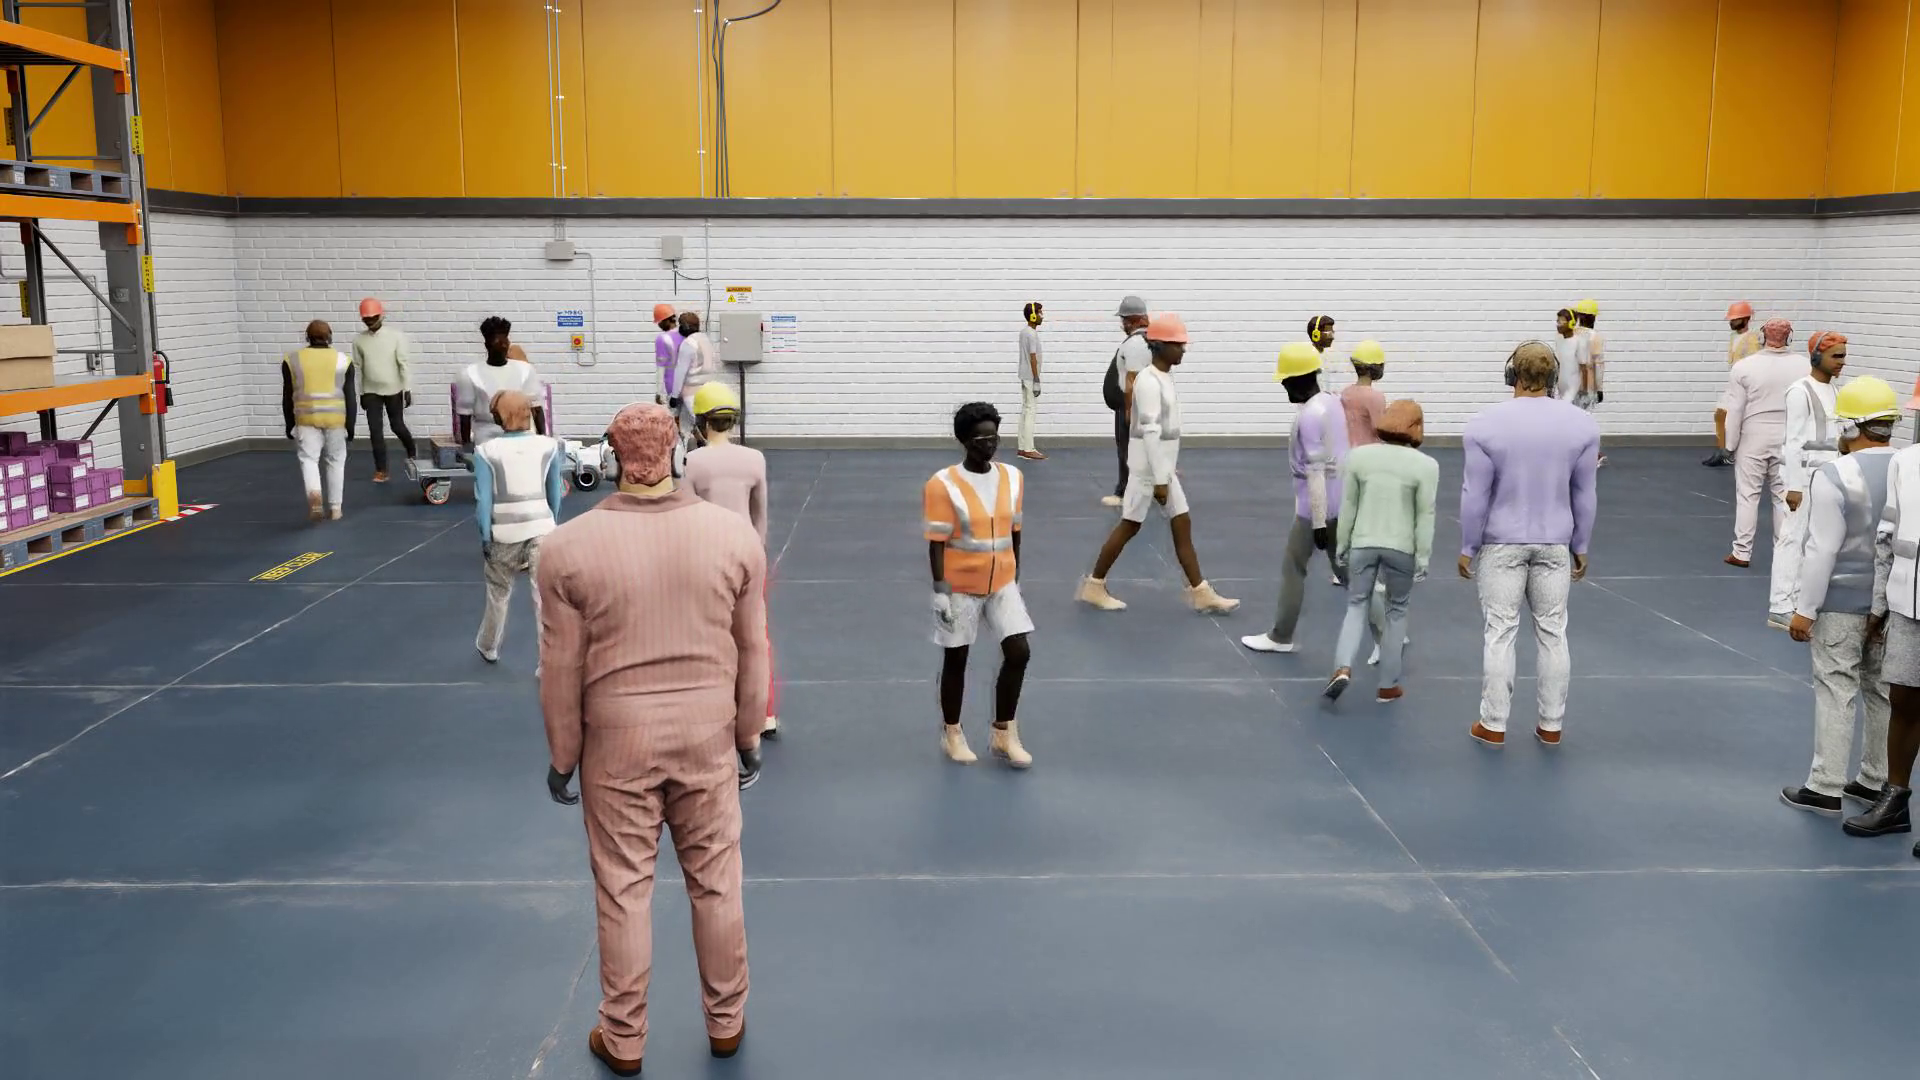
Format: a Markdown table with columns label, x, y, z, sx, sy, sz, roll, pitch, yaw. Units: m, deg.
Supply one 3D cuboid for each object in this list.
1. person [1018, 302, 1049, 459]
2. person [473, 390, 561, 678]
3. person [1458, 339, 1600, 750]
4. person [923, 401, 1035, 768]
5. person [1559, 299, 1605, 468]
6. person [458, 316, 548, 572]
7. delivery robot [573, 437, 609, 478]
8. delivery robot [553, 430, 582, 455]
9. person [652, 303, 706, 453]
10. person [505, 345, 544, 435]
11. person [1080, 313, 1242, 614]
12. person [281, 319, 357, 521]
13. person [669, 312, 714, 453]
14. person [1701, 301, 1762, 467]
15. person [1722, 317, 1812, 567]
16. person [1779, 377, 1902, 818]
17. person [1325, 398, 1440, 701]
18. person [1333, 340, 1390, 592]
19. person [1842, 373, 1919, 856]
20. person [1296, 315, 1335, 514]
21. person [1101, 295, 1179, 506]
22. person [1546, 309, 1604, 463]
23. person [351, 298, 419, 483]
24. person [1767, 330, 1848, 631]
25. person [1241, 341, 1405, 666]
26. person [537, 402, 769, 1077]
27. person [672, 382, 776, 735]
| label | x | y | z | sx | sy | sz | roll | pitch | yaw |
| --- | --- | --- | --- | --- | --- | --- | --- | --- | --- |
| person | 0.861 | -1.901 | 19.885 | 0.326 | 1.874 | 0.519 | -2 | 10 | -13 |
| person | -2.478 | -0.037 | 9.320 | 0.528 | 1.590 | 0.873 | -6 | 11 | -31 |
| person | 2.656 | 0.032 | 7.828 | 0.627 | 1.941 | 0.370 | 1 | 9 | 4 |
| person | 0.106 | 0.220 | 7.479 | 0.548 | 1.678 | 0.586 | -5 | 11 | -30 |
| person | 7.086 | -1.769 | 18.936 | 0.400 | 1.926 | 0.606 | -6 | 11 | -32 |
| person | -3.511 | -0.754 | 12.750 | 0.625 | 1.922 | 1.025 | -7 | 12 | -37 |
| delivery robot | -3.623 | -0.847 | 17.161 | 0.707 | 0.478 | 0.477 | -2 | 9 | -13 |
| delivery robot | -4.343 | -0.924 | 17.635 | 0.477 | 0.478 | 0.707 | 5 | 11 | 29 |
| person | -3.208 | -1.741 | 18.864 | 0.460 | 1.889 | 0.583 | 7 | 12 | 38 |
| person | -3.959 | -0.905 | 14.624 | 0.806 | 1.596 | 0.511 | 6 | 11 | 31 |
| person | 1.280 | -0.483 | 10.854 | 1.072 | 1.987 | 0.635 | 3 | 10 | 20 |
| person | -5.697 | -1.055 | 14.834 | 0.628 | 1.826 | 0.710 | -4 | 10 | -22 |
| person | -2.998 | -1.653 | 18.659 | 0.951 | 1.799 | 0.637 | 2 | 9 | 11 |
| person | 8.737 | -1.718 | 18.679 | 0.787 | 1.895 | 0.551 | -1 | 9 | -8 |
| person | 6.126 | -0.734 | 12.623 | 0.651 | 1.907 | 0.409 | 1 | 9 | 8 |
| person | 3.705 | 0.240 | 6.896 | 0.588 | 1.827 | 0.403 | -3 | 10 | -17 |
| person | 2.187 | 0.067 | 8.645 | 0.524 | 1.599 | 0.571 | 5 | 11 | 30 |
| person | 2.852 | -0.519 | 11.738 | 0.316 | 1.769 | 0.525 | -4 | 10 | -21 |
| person | 3.754 | 0.264 | 6.416 | 0.377 | 1.932 | 0.552 | -4 | 10 | -25 |
| person | 3.097 | -1.013 | 14.458 | 0.328 | 1.868 | 0.515 | 4 | 10 | 23 |
| person | 1.687 | -1.327 | 15.846 | 0.661 | 2.000 | 0.700 | 3 | 10 | 20 |
| person | 6.858 | -1.666 | 18.589 | 0.916 | 1.836 | 0.540 | -2 | 9 | -11 |
| person | -6.156 | -1.614 | 17.856 | 0.641 | 1.962 | 0.727 | 0 | 9 | 2 |
| person | 5.347 | -0.371 | 10.464 | 0.583 | 1.882 | 0.337 | -8 | 12 | -42 |
| person | 2.102 | -0.203 | 9.496 | 0.943 | 1.866 | 0.612 | 6 | 11 | 34 |
| person | -0.859 | 0.560 | 4.706 | 0.638 | 1.903 | 0.409 | -3 | 10 | -20 |
| person | -1.178 | 0.083 | 8.202 | 0.545 | 1.716 | 0.928 | -6 | 11 | -32 |
